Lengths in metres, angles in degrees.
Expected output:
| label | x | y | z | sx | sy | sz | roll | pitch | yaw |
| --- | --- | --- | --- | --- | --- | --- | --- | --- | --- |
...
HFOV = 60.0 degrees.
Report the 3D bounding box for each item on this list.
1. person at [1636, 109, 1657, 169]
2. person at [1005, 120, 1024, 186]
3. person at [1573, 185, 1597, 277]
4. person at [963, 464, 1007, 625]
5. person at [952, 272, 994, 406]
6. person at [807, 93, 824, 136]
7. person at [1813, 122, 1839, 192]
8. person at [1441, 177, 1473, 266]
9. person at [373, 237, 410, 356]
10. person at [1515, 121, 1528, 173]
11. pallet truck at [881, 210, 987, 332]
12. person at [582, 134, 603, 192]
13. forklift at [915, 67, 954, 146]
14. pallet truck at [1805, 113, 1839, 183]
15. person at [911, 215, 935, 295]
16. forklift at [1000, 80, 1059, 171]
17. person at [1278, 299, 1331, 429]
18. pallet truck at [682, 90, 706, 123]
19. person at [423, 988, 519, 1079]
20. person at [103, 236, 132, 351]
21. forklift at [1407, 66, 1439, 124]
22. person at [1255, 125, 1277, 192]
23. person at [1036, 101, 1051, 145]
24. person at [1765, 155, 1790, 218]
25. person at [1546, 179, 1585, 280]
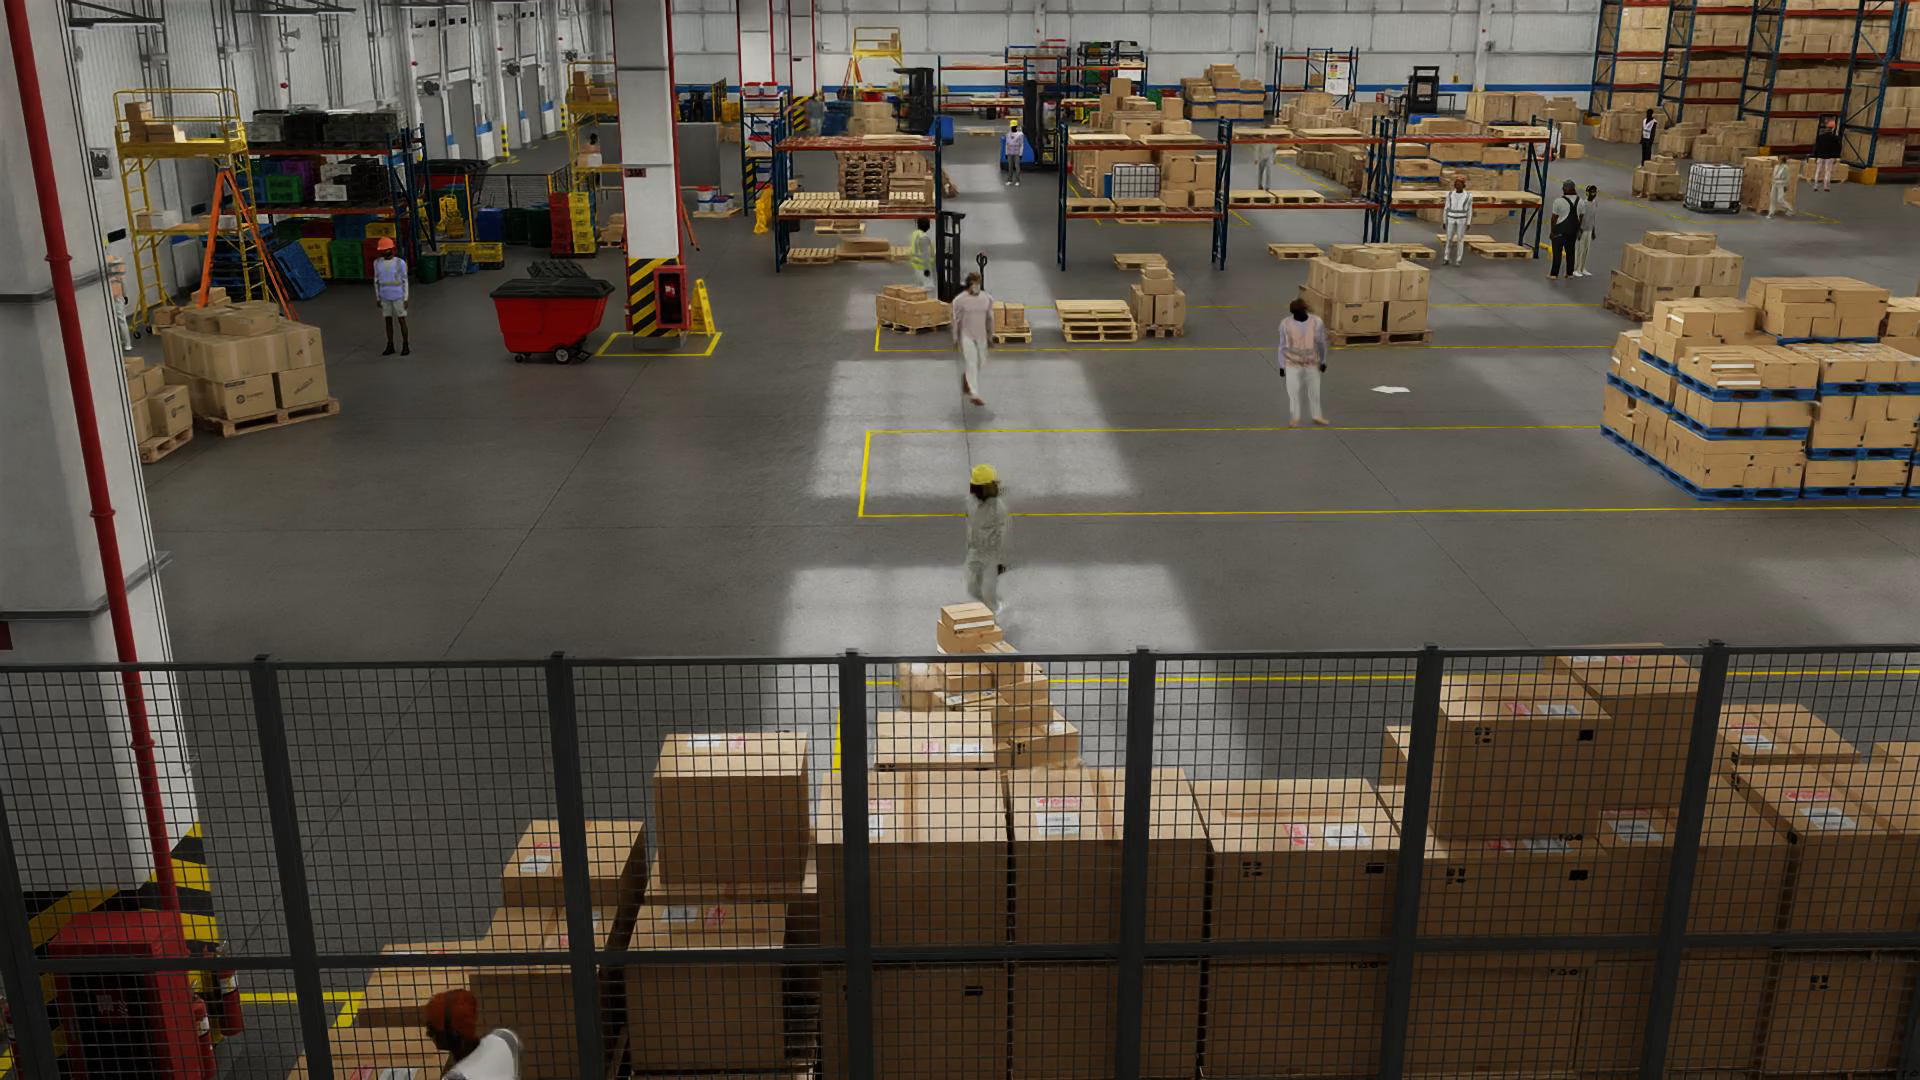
| label | x | y | z | sx | sy | sz | roll | pitch | yaw |
| --- | --- | --- | --- | --- | --- | --- | --- | --- | --- |
| person | 22.317 | -13.003 | 53.944 | 0.396 | 1.911 | 0.588 | -5 | 19 | -14 |
| person | 1.609 | -11.549 | 49.600 | 0.587 | 1.927 | 0.368 | 10 | 21 | 27 |
| person | 12.958 | -6.390 | 34.384 | 0.509 | 1.872 | 0.328 | -11 | 22 | -31 |
| person | 0.261 | 0.118 | 15.290 | 0.488 | 1.733 | 0.474 | 15 | 24 | 38 |
| person | 0.171 | -2.954 | 24.129 | 0.634 | 1.917 | 0.819 | -8 | 20 | -22 |
| person | -5.317 | -15.549 | 61.477 | 0.652 | 1.917 | 0.583 | -7 | 20 | -21 |
| person | 25.043 | -11.068 | 48.084 | 0.609 | 1.986 | 0.390 | 15 | 24 | 37 |
| person | 10.638 | -6.812 | 35.613 | 0.581 | 1.882 | 0.339 | 10 | 21 | 27 |
| person | -9.255 | -3.962 | 27.077 | 0.551 | 1.936 | 0.357 | 1 | 19 | 3 |
| person | 17.764 | -12.457 | 52.739 | 0.512 | 1.639 | 0.312 | -16 | 25 | -40 |
| pallet truck | -0.493 | -4.759 | 29.349 | 1.885 | 1.965 | 0.823 | -13 | 23 | -34 |
| person | -10.584 | -10.862 | 47.963 | 0.626 | 1.674 | 0.340 | -10 | 21 | -26 |
| forklift | -1.273 | -15.879 | 60.977 | 1.873 | 2.768 | 1.129 | -10 | 21 | -26 |
| pallet truck | 26.403 | -11.957 | 50.702 | 0.823 | 1.965 | 1.885 | 6 | 19 | 16 |
| person | -0.700 | -4.983 | 30.271 | 0.480 | 1.829 | 0.649 | -5 | 19 | -15 |
| forklift | 2.238 | -13.269 | 53.236 | 1.873 | 2.768 | 1.129 | -1 | 19 | -2 |
| person | 4.703 | -2.395 | 22.650 | 0.767 | 1.801 | 0.444 | 1 | 19 | 2 |
| pallet truck | -9.671 | -15.907 | 62.421 | 0.823 | 1.965 | 1.885 | 5 | 19 | 15 |
| person | -2.079 | 2.766 | 7.233 | 0.394 | 1.867 | 0.588 | 4 | 19 | 13 |
| person | -13.983 | -4.034 | 27.307 | 0.586 | 1.928 | 0.364 | -14 | 23 | -35 |
| forklift | 17.361 | -16.345 | 62.361 | 1.129 | 2.768 | 1.873 | 2 | 19 | 7 |
| person | 8.861 | -11.093 | 48.303 | 0.642 | 1.902 | 0.978 | 0 | 19 | 0 |
| person | 3.063 | -15.637 | 61.802 | 0.560 | 1.889 | 0.987 | 17 | 25 | 42 |
| person | 21.146 | -9.107 | 42.834 | 0.526 | 1.623 | 0.523 | -7 | 20 | -19 |
| person | 12.372 | -6.370 | 34.062 | 0.700 | 2.000 | 0.535 | -5 | 19 | -15 |
